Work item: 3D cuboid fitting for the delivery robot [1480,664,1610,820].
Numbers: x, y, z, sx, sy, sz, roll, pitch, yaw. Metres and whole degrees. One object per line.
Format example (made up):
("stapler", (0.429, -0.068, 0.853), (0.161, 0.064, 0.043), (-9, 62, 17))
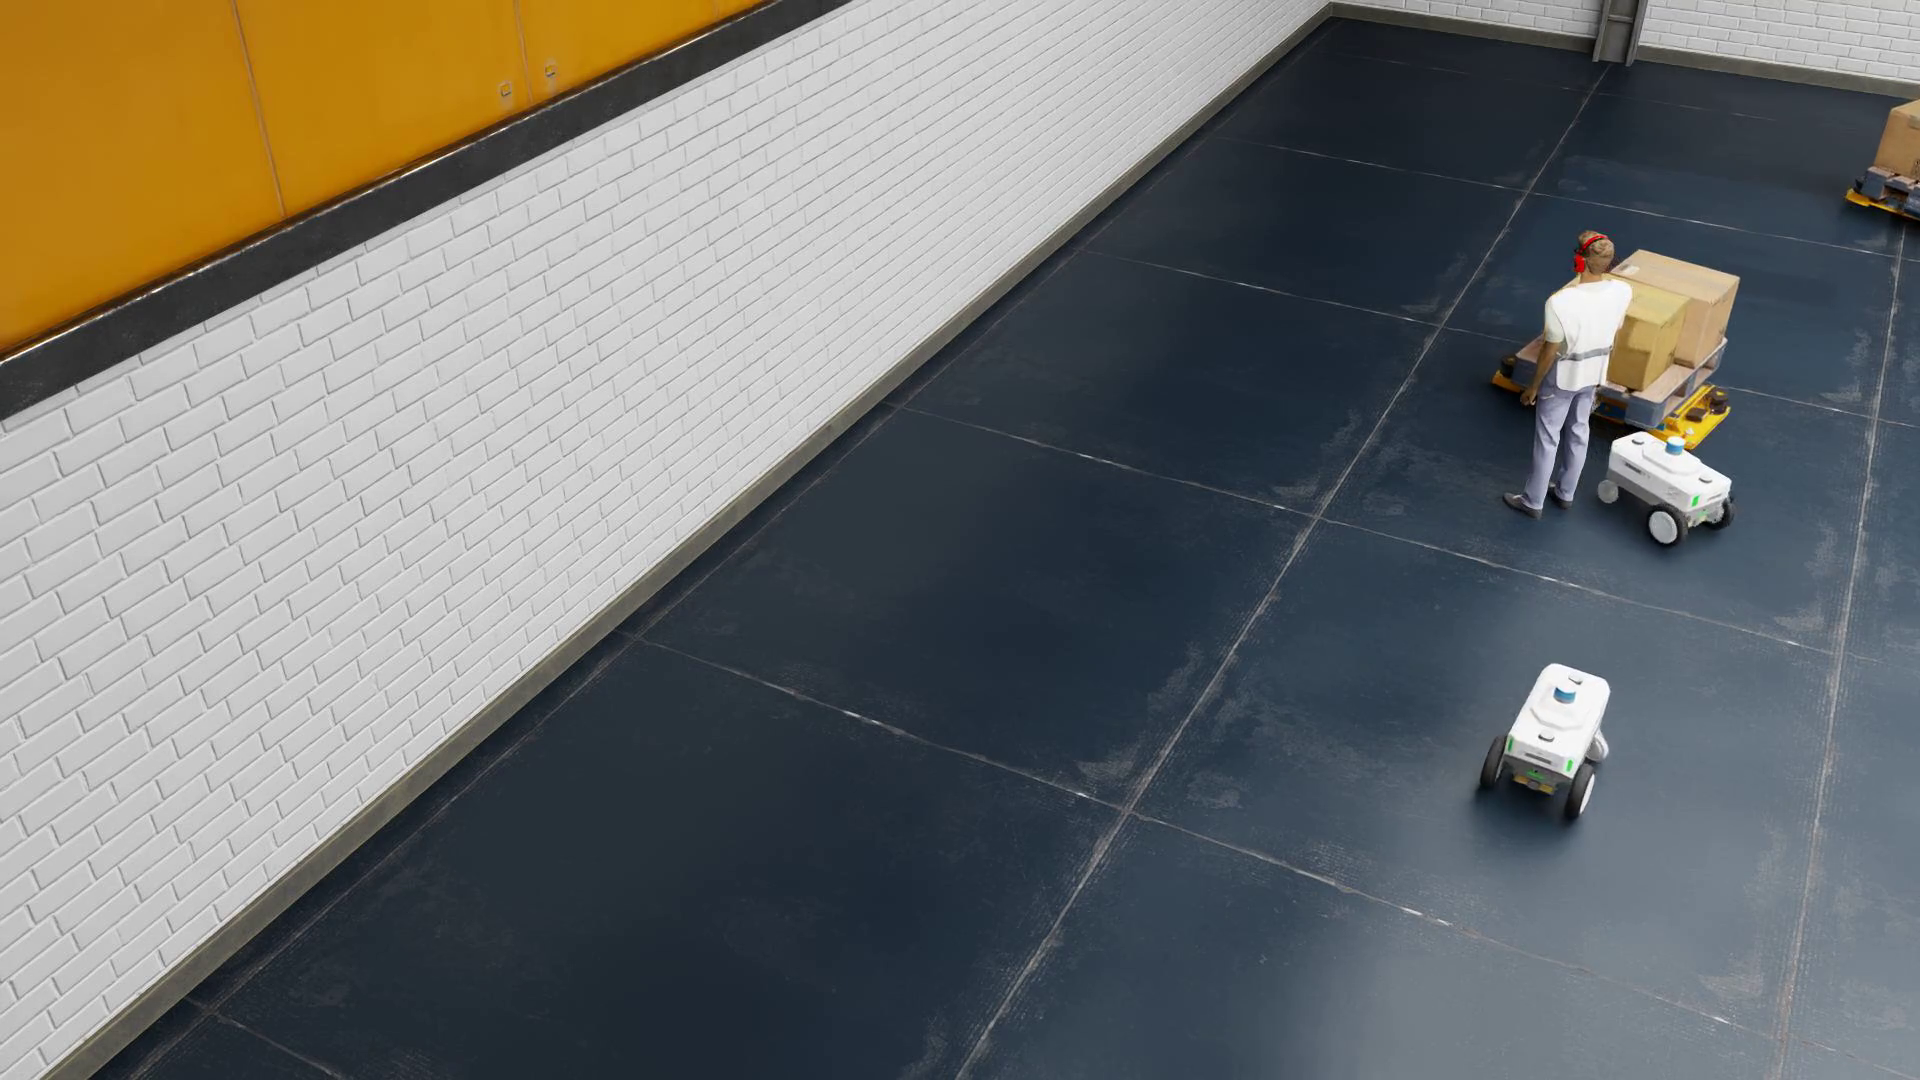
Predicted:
("delivery robot", (2.959, 0.984, 8.270), (0.522, 0.609, 0.780), (19, 38, 26))

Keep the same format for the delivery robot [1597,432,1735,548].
("delivery robot", (4.356, -0.337, 10.236), (0.499, 0.609, 0.805), (-17, 38, -24))

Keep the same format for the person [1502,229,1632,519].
("person", (3.664, -0.963, 9.995), (0.562, 1.847, 0.389), (-12, 36, -17))

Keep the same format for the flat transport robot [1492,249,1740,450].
("flat transport robot", (4.517, -1.050, 11.539), (1.431, 0.231, 0.659), (26, 42, 33))

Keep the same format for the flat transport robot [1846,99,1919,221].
("flat transport robot", (8.425, -2.830, 14.189), (0.659, 0.231, 1.431), (-21, 39, -28))
